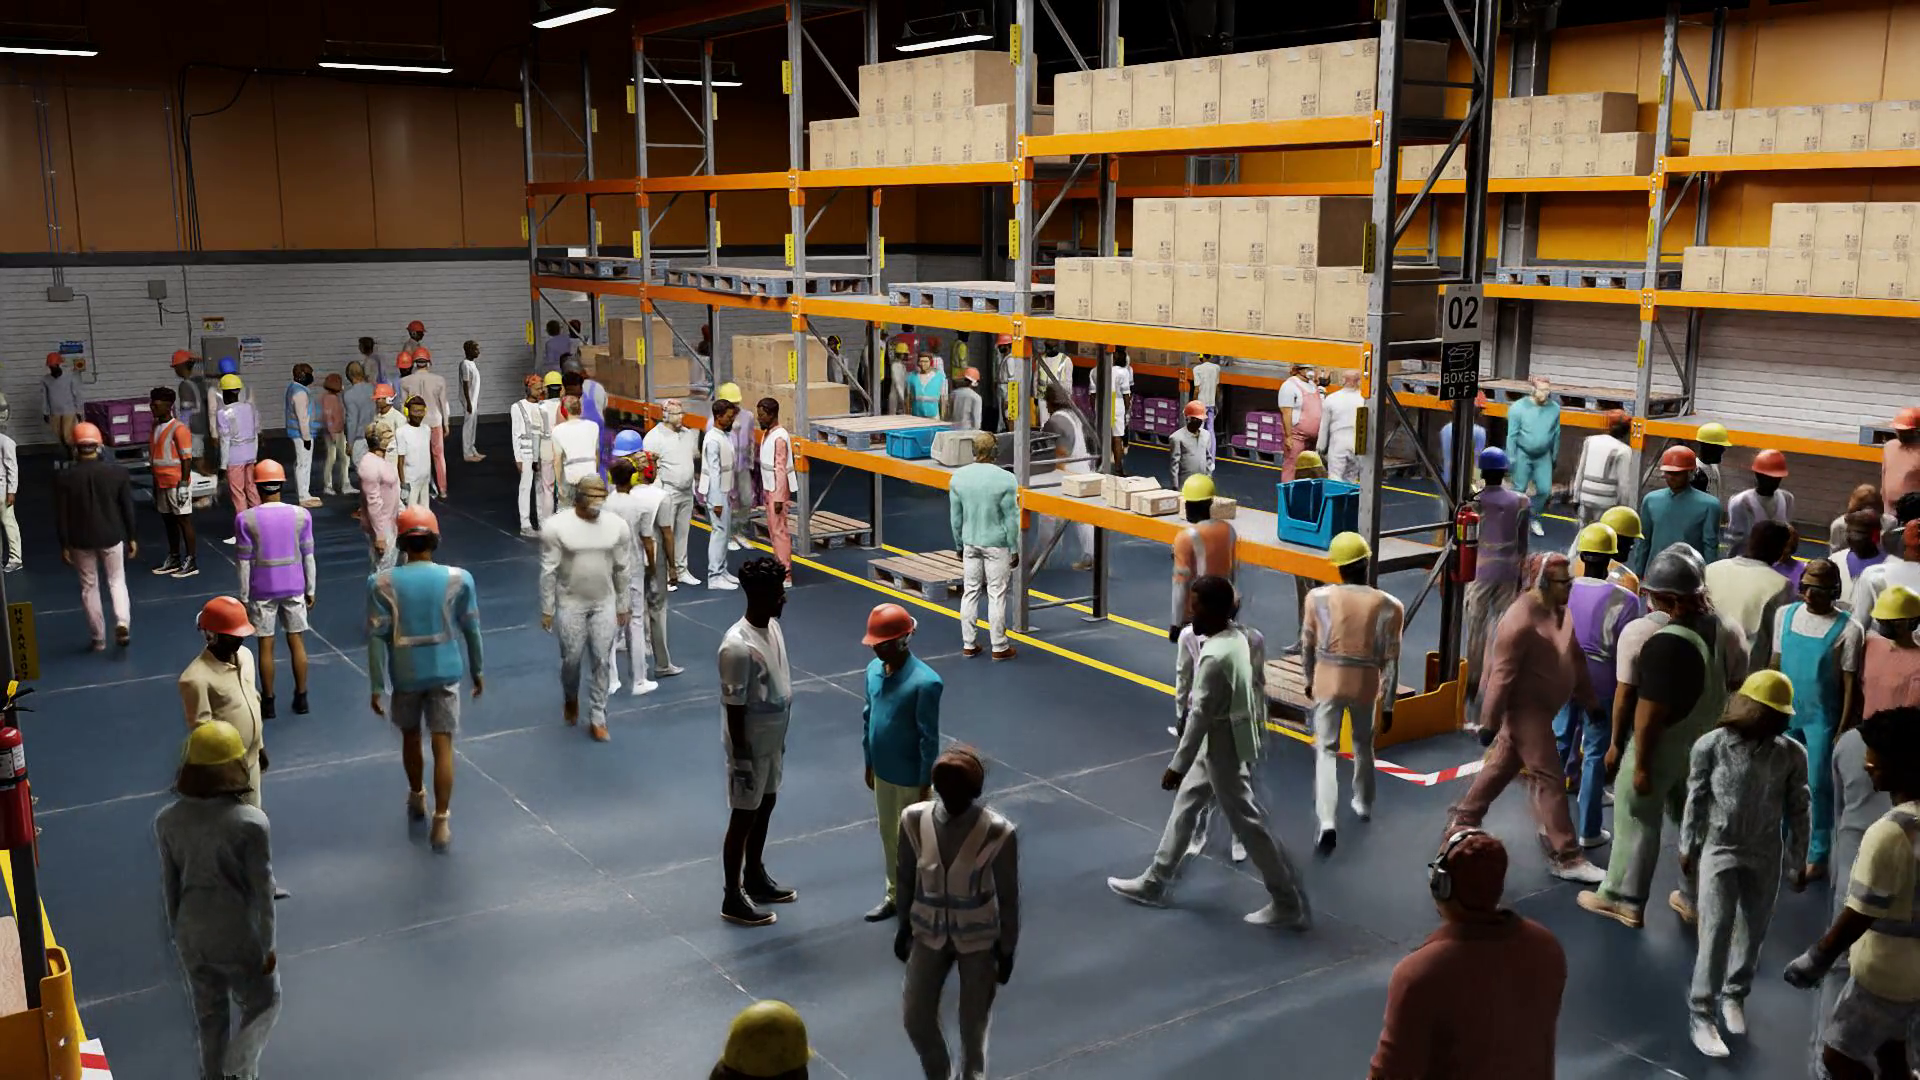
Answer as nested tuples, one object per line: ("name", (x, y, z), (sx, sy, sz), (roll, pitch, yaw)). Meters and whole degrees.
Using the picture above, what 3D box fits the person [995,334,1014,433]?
("person", (0.706, -2.211, 25.425), (0.353, 1.941, 0.543), (-1, 11, -6))

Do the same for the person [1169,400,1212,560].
("person", (2.488, -0.628, 17.828), (0.566, 1.744, 0.350), (-7, 13, -33))

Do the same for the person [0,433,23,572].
("person", (-10.086, -0.540, 17.350), (0.564, 1.751, 0.330), (3, 12, 17))

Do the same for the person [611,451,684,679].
("person", (-2.529, 0.205, 13.323), (0.563, 1.838, 0.388), (5, 12, 24))

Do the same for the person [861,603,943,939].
("person", (-0.329, 1.176, 8.616), (0.354, 1.738, 0.574), (-10, 15, -40))

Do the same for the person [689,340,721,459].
("person", (-3.852, -2.158, 25.517), (0.653, 1.800, 0.860), (6, 12, 27))

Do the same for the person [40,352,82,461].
("person", (-13.150, -1.905, 24.405), (0.565, 1.732, 0.574), (0, 11, -1))

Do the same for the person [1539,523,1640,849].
("person", (3.704, 0.849, 9.835), (0.592, 1.918, 0.394), (11, 15, 44))

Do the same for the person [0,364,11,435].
("person", (-13.126, -1.609, 22.620), (0.403, 1.831, 0.597), (-2, 11, -11))

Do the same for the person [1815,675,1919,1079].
("person", (3.981, 1.437, 6.964), (0.909, 1.860, 0.643), (-7, 13, -31))

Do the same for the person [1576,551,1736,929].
("person", (3.687, 1.034, 8.562), (0.702, 2.000, 0.795), (-7, 13, -30))

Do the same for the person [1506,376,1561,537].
("person", (6.588, -0.951, 19.127), (0.686, 1.886, 0.483), (-1, 11, -5))

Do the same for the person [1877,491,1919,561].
("person", (6.961, 0.479, 12.306), (0.320, 1.694, 0.534), (-6, 13, -30))

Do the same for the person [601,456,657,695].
("person", (-2.609, 0.279, 12.912), (0.516, 1.855, 0.357), (2, 11, 9))

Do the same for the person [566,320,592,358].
("person", (-6.752, -2.939, 29.300), (0.575, 1.882, 0.361), (0, 11, -2))

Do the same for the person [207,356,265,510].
("person", (-9.166, -1.354, 21.045), (0.420, 1.947, 0.618), (6, 13, 30))

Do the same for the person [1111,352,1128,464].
("person", (2.337, -1.985, 24.942), (0.384, 1.677, 0.549), (-6, 13, -30))

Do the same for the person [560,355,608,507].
("person", (-4.598, -1.281, 20.406), (0.701, 2.000, 0.753), (-11, 15, -43))

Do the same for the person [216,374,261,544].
("person", (-8.174, -0.913, 18.818), (0.368, 1.927, 0.589), (3, 11, 15))

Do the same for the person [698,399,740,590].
("person", (-2.392, -0.455, 16.534), (0.401, 1.908, 0.598), (0, 11, 0))

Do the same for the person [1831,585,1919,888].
("person", (4.988, 1.103, 8.937), (0.340, 1.760, 0.526), (-3, 11, -15))

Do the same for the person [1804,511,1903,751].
("person", (5.855, 0.703, 10.887), (0.961, 1.789, 0.580), (-6, 13, -30))

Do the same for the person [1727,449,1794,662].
("person", (6.231, 0.241, 12.927), (0.581, 1.914, 0.572), (-2, 11, -9))

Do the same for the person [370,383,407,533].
("person", (-6.706, -0.960, 19.500), (0.560, 1.753, 0.328), (8, 14, 35))

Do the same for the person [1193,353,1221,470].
("person", (3.545, -1.934, 24.187), (0.514, 1.872, 0.328), (-8, 13, -34))

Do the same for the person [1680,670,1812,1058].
("person", (3.496, 1.435, 7.343), (0.508, 1.708, 0.704), (2, 11, 9))

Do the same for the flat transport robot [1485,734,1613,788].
("flat transport robot", (4.310, 1.379, 11.338), (1.431, 0.197, 0.652), (-8, 13, -35))

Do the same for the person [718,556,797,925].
("person", (-1.062, 1.042, 8.750), (0.367, 1.958, 0.610), (3, 11, 15))

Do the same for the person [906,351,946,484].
("person", (-0.473, -1.689, 22.994), (0.565, 1.846, 0.390), (2, 11, 9))

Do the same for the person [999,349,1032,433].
("person", (0.913, -2.594, 27.456), (0.587, 1.914, 0.392), (6, 12, 27))

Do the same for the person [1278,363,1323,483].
("person", (4.272, -1.329, 20.651), (0.538, 2.000, 0.681), (9, 15, 40))

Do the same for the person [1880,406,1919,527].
("person", (8.744, -0.270, 15.434), (0.519, 1.962, 0.635), (-3, 12, -16))

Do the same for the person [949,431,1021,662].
("person", (0.218, 0.053, 13.841), (0.632, 1.940, 0.372), (6, 12, 26))

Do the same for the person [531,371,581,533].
("person", (-4.677, -0.994, 19.279), (0.591, 1.912, 0.399), (-8, 13, -35))

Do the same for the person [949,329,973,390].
("person", (0.026, -2.750, 28.248), (0.394, 1.918, 0.588), (-3, 12, -16))

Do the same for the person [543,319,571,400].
("person", (-6.982, -2.880, 28.931), (0.718, 1.915, 0.646), (5, 12, 24))

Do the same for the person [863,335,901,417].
("person", (-1.415, -2.952, 30.112), (0.847, 1.579, 0.591), (4, 12, 18))

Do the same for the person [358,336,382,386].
("person", (-9.260, -2.253, 25.922), (0.497, 1.831, 0.538), (-2, 11, -12))

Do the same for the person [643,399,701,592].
("person", (-2.835, -0.456, 16.535), (0.409, 1.905, 0.652), (7, 13, 31))

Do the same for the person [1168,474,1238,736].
("person", (1.729, 0.493, 11.651), (0.587, 1.914, 0.539), (-10, 15, -42))

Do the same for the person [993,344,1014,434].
("person", (0.801, -2.646, 27.630), (0.605, 1.947, 0.401), (8, 13, 34))

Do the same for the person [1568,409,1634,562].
("person", (6.241, -0.365, 16.206), (0.407, 1.854, 0.636), (-5, 12, -25))

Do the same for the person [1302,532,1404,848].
("person", (2.316, 0.869, 9.881), (0.576, 1.861, 0.950), (2, 11, 9))

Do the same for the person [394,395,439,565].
("person", (-5.608, -0.568, 17.222), (0.330, 1.864, 0.512), (4, 12, 21))

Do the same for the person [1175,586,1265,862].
("person", (1.496, 1.038, 9.597), (0.517, 1.631, 0.318), (3, 11, 13))

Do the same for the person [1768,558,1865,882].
("person", (4.743, 0.992, 9.311), (0.339, 1.837, 0.516), (-6, 13, -30))

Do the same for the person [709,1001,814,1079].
("person", (-0.514, 2.018, 4.321), (0.494, 1.730, 0.325), (6, 12, 27))
